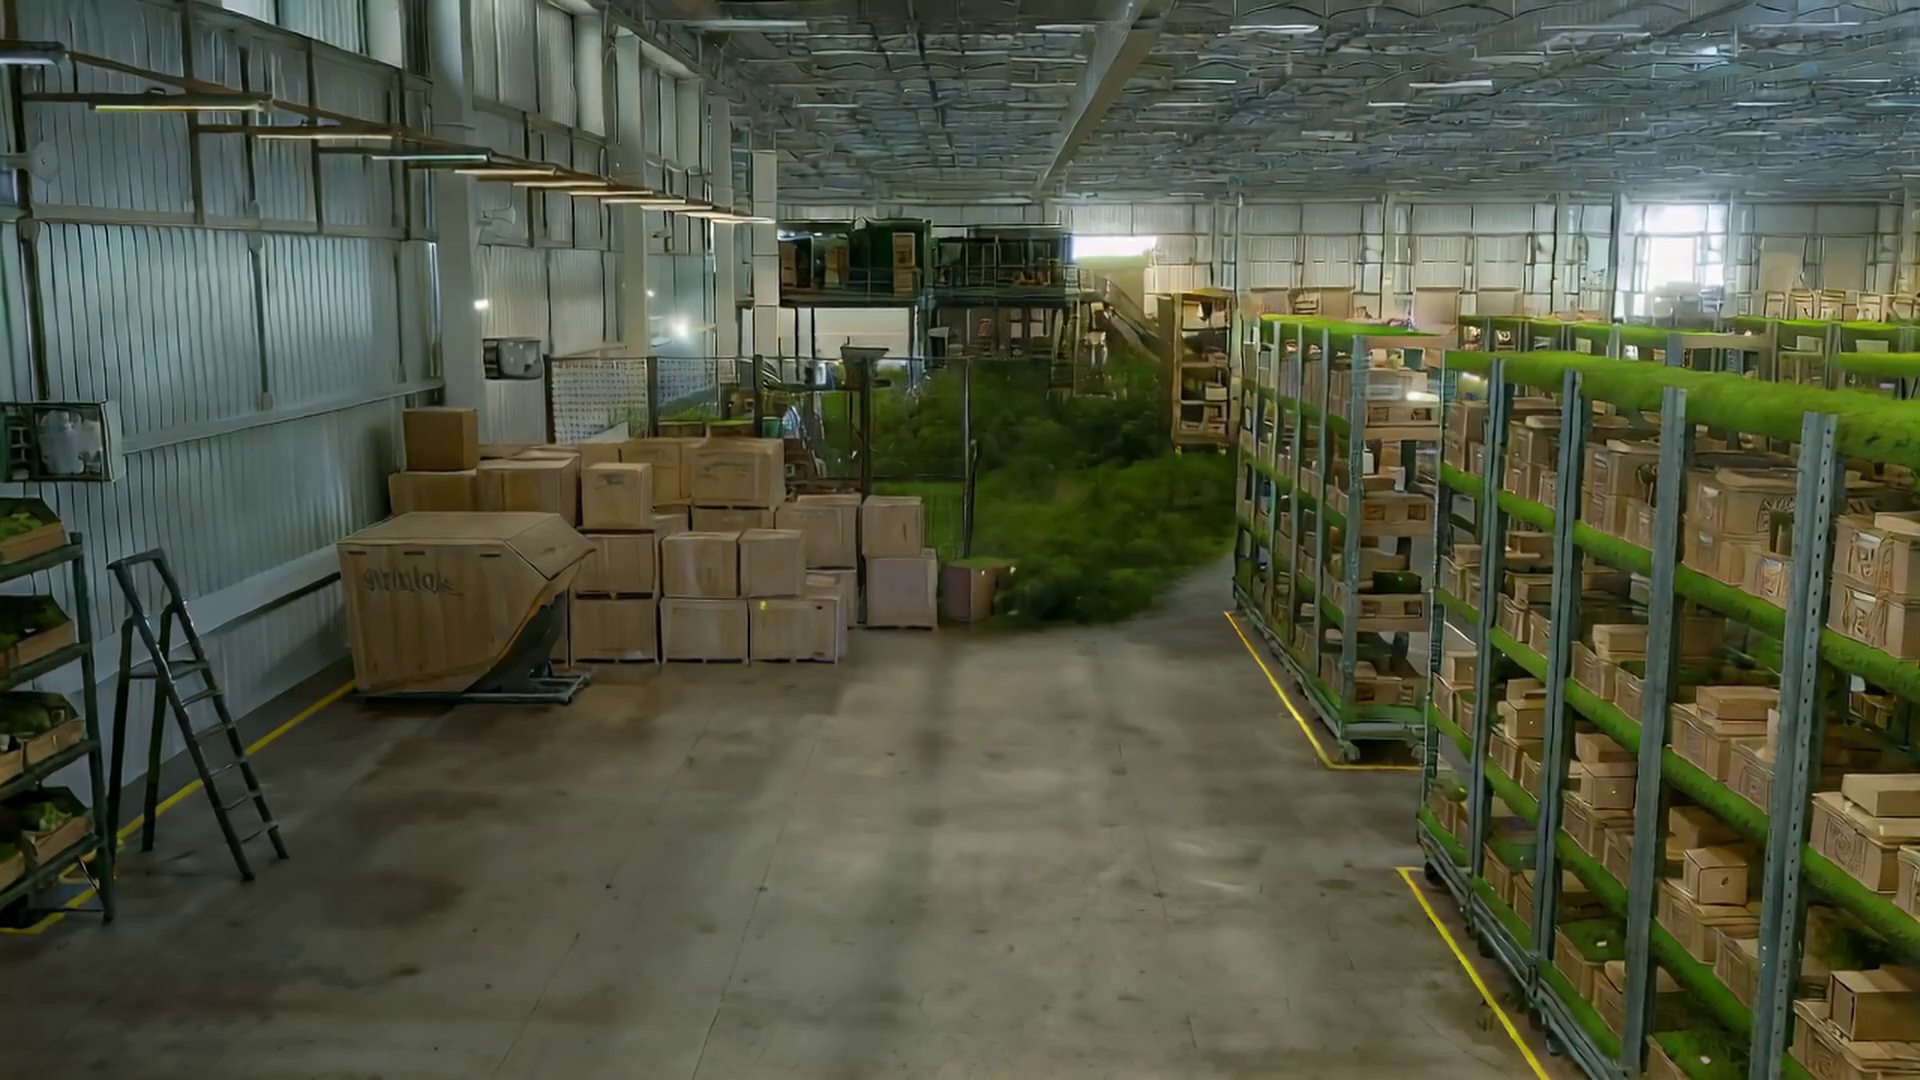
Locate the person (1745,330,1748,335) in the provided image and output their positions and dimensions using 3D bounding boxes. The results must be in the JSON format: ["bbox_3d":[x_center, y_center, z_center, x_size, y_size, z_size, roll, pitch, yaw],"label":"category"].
[{"bbox_3d":[35.198,-8.915,74.818,0.966,1.816,0.549,4,10,25],"label":"person"}]

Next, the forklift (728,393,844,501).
[{"bbox_3d":[-2.979,-1.316,26.476,2.680,1.987,1.157,0,9,1],"label":"forklift"}]

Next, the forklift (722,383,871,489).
[{"bbox_3d":[-2.893,-1.687,28.729,2.680,1.987,1.157,0,9,-1],"label":"forklift"}]

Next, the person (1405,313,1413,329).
[{"bbox_3d":[23.689,-11.015,87.523,0.601,1.912,0.954,-9,13,-43],"label":"person"}]

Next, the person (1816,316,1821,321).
[{"bbox_3d":[41.278,-9.792,79.974,0.391,1.911,0.584,-2,9,-13],"label":"person"}]

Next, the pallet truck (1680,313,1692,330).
[{"bbox_3d":[36.315,-10.531,84.244,0.823,1.965,1.885,-6,11,-33],"label":"pallet truck"}]

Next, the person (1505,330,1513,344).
[{"bbox_3d":[21.208,-7.248,64.047,0.870,1.965,0.630,5,11,30],"label":"person"}]

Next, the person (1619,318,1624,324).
[{"bbox_3d":[30.855,-9.424,77.663,0.586,1.918,0.394,8,12,40],"label":"person"}]

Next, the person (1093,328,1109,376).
[{"bbox_3d":[5.570,-7.326,64.884,0.602,1.863,0.593,2,9,10],"label":"person"}]

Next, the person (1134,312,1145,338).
[{"bbox_3d":[9.534,-11.172,88.551,0.561,1.888,1.015,-1,9,-3],"label":"person"}]

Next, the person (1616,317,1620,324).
[{"bbox_3d":[34.519,-10.867,87.354,0.865,1.663,0.534,8,12,40],"label":"person"}]

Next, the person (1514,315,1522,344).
[{"bbox_3d":[28.308,-10.495,84.252,0.468,1.928,0.631,7,12,37],"label":"person"}]

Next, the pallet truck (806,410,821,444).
[{"bbox_3d":[-3.559,-2.018,33.905,1.522,1.261,0.704,0,9,-1],"label":"pallet truck"}]

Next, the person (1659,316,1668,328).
[{"bbox_3d":[36.361,-10.674,85.774,0.981,1.770,0.639,3,10,17],"label":"person"}]

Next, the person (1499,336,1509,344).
[{"bbox_3d":[17.455,-5.534,53.344,0.414,2.030,0.612,-6,11,-34],"label":"person"}]

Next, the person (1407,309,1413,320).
[{"bbox_3d":[25.602,-12.184,94.692,0.399,1.918,0.589,6,11,33],"label":"person"}]

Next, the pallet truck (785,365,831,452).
[{"bbox_3d":[-3.774,-2.976,37.635,1.885,1.965,0.823,1,9,5],"label":"pallet truck"}]

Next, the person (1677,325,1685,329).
[{"bbox_3d":[34.621,-9.779,79.848,0.671,1.917,0.444,-7,12,-38],"label":"person"}]

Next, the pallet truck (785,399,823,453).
[{"bbox_3d":[-3.814,-2.432,36.419,1.630,1.274,0.653,0,9,1],"label":"pallet truck"}]

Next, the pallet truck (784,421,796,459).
[{"bbox_3d":[-4.013,-1.793,32.705,1.601,1.201,0.680,0,9,1],"label":"pallet truck"}]

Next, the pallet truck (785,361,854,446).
[{"bbox_3d":[-3.410,-3.193,38.978,1.885,1.965,0.823,0,9,-1],"label":"pallet truck"}]
